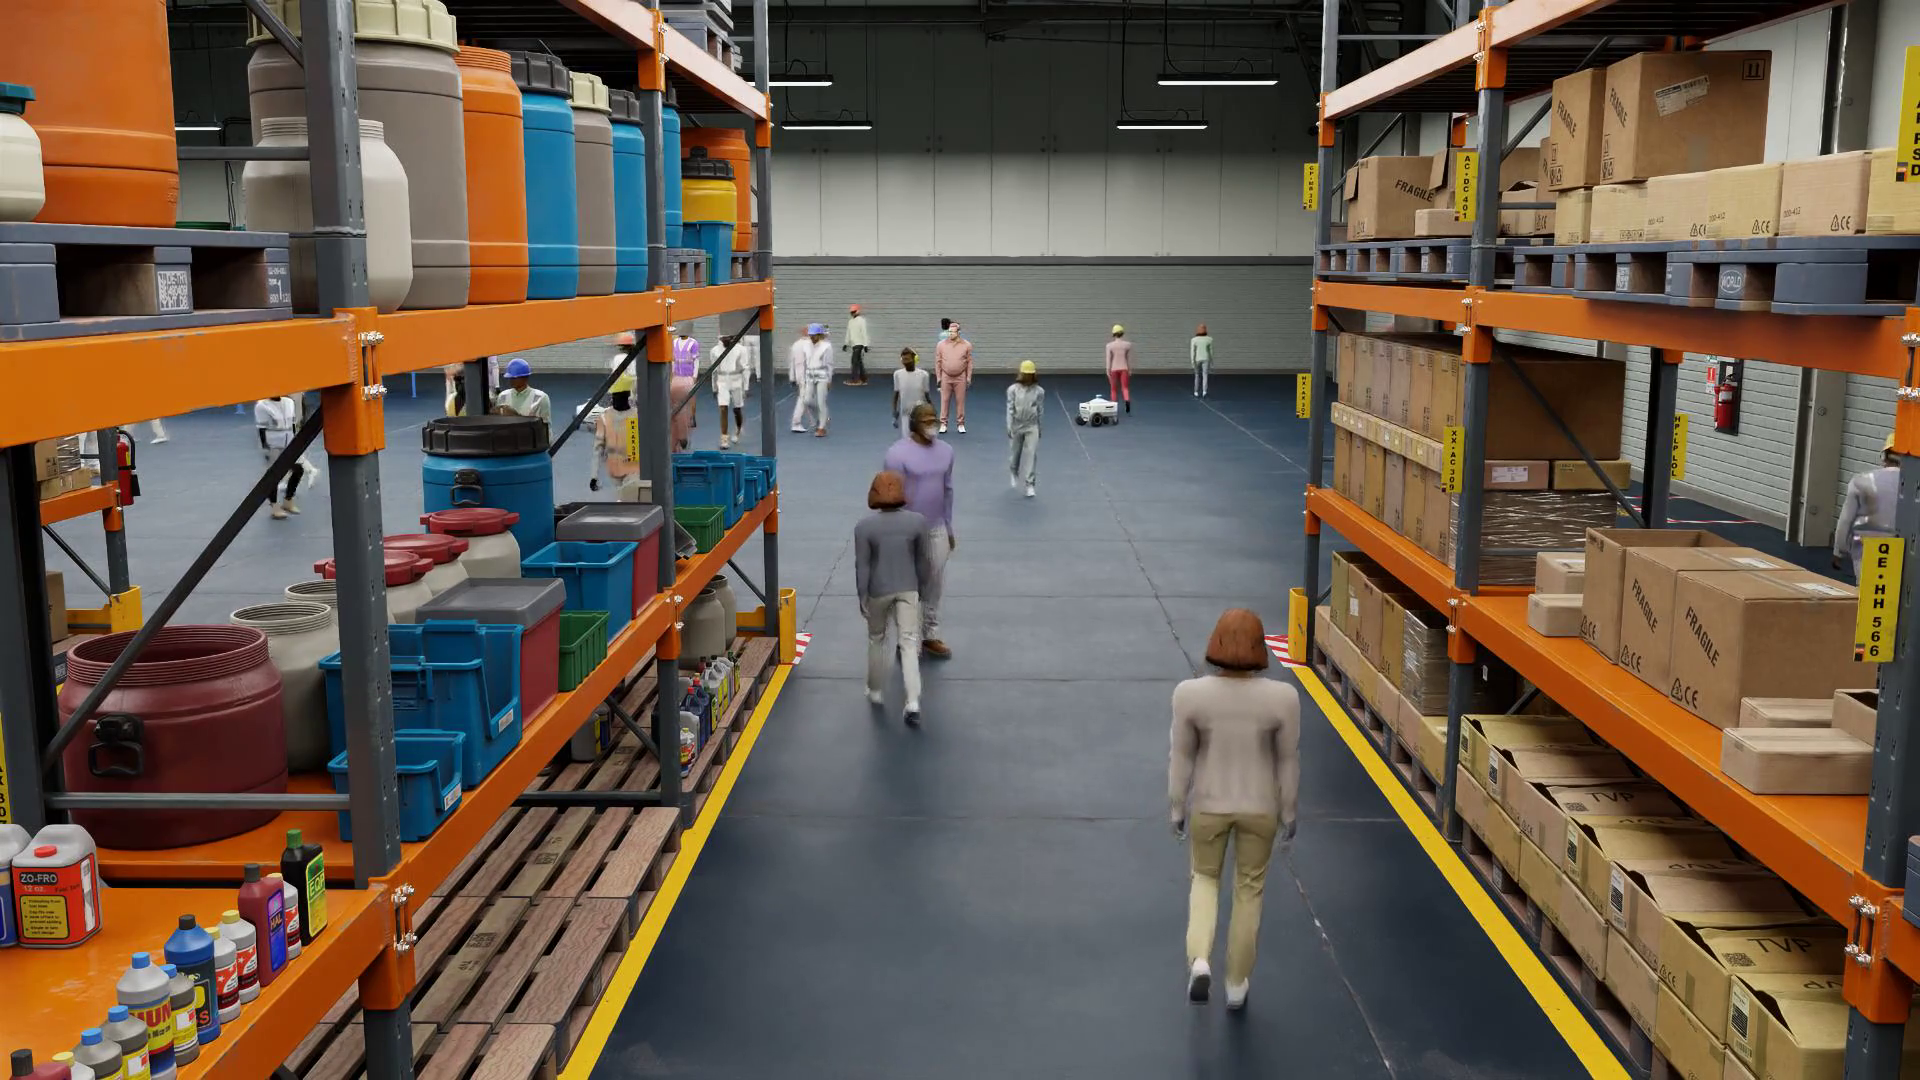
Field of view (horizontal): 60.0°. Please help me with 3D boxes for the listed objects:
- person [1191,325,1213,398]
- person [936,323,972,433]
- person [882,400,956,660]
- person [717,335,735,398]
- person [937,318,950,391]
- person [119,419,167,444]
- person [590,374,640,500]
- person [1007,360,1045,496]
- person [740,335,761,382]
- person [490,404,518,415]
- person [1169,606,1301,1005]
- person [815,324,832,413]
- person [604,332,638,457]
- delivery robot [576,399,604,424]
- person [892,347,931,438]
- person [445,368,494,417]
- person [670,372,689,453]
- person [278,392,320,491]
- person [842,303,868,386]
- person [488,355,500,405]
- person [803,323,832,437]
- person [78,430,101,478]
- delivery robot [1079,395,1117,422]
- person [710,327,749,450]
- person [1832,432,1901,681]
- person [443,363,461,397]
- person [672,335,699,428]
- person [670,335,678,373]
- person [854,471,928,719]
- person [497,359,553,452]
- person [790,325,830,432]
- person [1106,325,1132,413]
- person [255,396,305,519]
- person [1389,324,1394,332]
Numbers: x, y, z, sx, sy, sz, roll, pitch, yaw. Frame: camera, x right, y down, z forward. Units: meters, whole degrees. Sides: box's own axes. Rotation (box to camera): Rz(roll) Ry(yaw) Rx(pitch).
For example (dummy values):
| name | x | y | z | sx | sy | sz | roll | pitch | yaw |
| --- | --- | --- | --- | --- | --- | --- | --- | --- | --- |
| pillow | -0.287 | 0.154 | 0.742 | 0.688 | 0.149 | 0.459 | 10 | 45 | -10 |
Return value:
| name | x | y | z | sx | sy | sz | roll | pitch | yaw |
| --- | --- | --- | --- | --- | --- | --- | --- | --- | --- |
| person | 5.326 | -3.944 | 36.608 | 0.500 | 1.592 | 0.853 | 1 | 10 | 6 |
| person | -0.107 | -2.807 | 28.878 | 0.639 | 1.904 | 0.402 | 0 | 9 | 1 |
| person | -0.292 | -0.076 | 12.409 | 0.633 | 1.938 | 0.370 | -8 | 12 | -39 |
| person | -5.122 | -3.960 | 36.563 | 0.514 | 1.640 | 0.310 | 8 | 13 | 41 |
| person | -0.283 | -4.242 | 38.076 | 0.521 | 1.684 | 0.545 | 8 | 12 | 38 |
| person | -13.381 | -2.345 | 27.022 | 0.857 | 1.593 | 0.526 | -4 | 10 | -24 |
| person | -3.277 | -0.644 | 15.934 | 0.612 | 1.885 | 0.940 | 4 | 10 | 24 |
| person | 0.836 | -1.459 | 21.339 | 0.484 | 1.718 | 0.752 | 0 | 9 | -2 |
| person | -5.158 | -4.900 | 41.302 | 0.631 | 1.938 | 0.362 | 0 | 9 | 3 |
| person | -3.611 | -0.161 | 13.218 | 0.402 | 1.841 | 0.519 | 0 | 9 | -2 |
| person | 1.072 | 1.068 | 6.515 | 0.504 | 1.621 | 0.431 | 2 | 10 | 14 |
| person | -2.622 | -3.113 | 30.939 | 0.511 | 1.822 | 0.616 | 6 | 11 | 32 |
| person | -5.114 | -2.187 | 25.157 | 0.876 | 1.912 | 0.552 | -8 | 12 | -40 |
| delivery robot | -6.541 | -2.258 | 29.460 | 0.477 | 0.478 | 0.707 | -5 | 11 | -29 |
| person | -0.629 | -1.709 | 22.534 | 0.574 | 1.835 | 0.770 | 2 | 10 | 12 |
| person | -5.394 | -0.995 | 18.334 | 0.631 | 1.807 | 0.943 | 5 | 11 | 26 |
| person | -3.563 | -1.261 | 19.702 | 0.779 | 1.876 | 0.656 | -6 | 11 | -32 |
| person | -8.595 | -1.537 | 21.410 | 0.710 | 1.852 | 0.528 | 3 | 10 | 17 |
| person | -2.581 | -4.686 | 39.937 | 0.891 | 1.957 | 0.630 | -6 | 11 | -32 |
| person | -7.881 | -2.603 | 27.575 | 0.594 | 1.926 | 0.366 | 4 | 10 | 20 |
| person | -2.433 | -2.725 | 28.309 | 0.612 | 1.932 | 0.430 | 5 | 11 | 26 |
| person | -11.985 | -1.766 | 22.819 | 0.429 | 1.842 | 0.635 | 3 | 10 | 17 |
| delivery robot | 2.524 | -2.394 | 30.274 | 0.707 | 0.478 | 0.477 | -7 | 12 | -35 |
| person | -3.684 | -2.487 | 26.718 | 0.623 | 2.004 | 0.895 | 0 | 9 | 0 |
| person | 6.609 | 0.098 | 11.884 | 0.606 | 1.774 | 0.954 | 2 | 10 | 12 |
| person | -9.418 | -3.041 | 31.122 | 0.562 | 1.612 | 0.580 | -8 | 12 | -38 |
| person | -4.950 | -2.994 | 29.884 | 0.542 | 1.939 | 0.359 | 4 | 10 | 23 |
| person | -6.152 | -3.792 | 34.781 | 0.544 | 1.910 | 0.845 | -3 | 10 | -18 |
| person | -0.435 | 0.349 | 10.885 | 0.502 | 1.595 | 0.832 | -2 | 10 | -12 |
| person | -4.620 | -0.951 | 17.630 | 0.608 | 1.941 | 0.405 | 2 | 10 | 10 |
| person | -2.608 | -2.830 | 29.156 | 1.018 | 1.850 | 0.644 | -9 | 13 | -42 |
| person | 3.088 | -3.294 | 32.226 | 0.539 | 1.748 | 0.599 | -1 | 10 | -8 |
| person | -7.841 | -1.082 | 19.197 | 0.437 | 1.678 | 0.547 | 5 | 11 | 30 |
| person | 7.744 | -2.931 | 29.762 | 0.664 | 1.852 | 0.986 | 9 | 13 | 43 |
